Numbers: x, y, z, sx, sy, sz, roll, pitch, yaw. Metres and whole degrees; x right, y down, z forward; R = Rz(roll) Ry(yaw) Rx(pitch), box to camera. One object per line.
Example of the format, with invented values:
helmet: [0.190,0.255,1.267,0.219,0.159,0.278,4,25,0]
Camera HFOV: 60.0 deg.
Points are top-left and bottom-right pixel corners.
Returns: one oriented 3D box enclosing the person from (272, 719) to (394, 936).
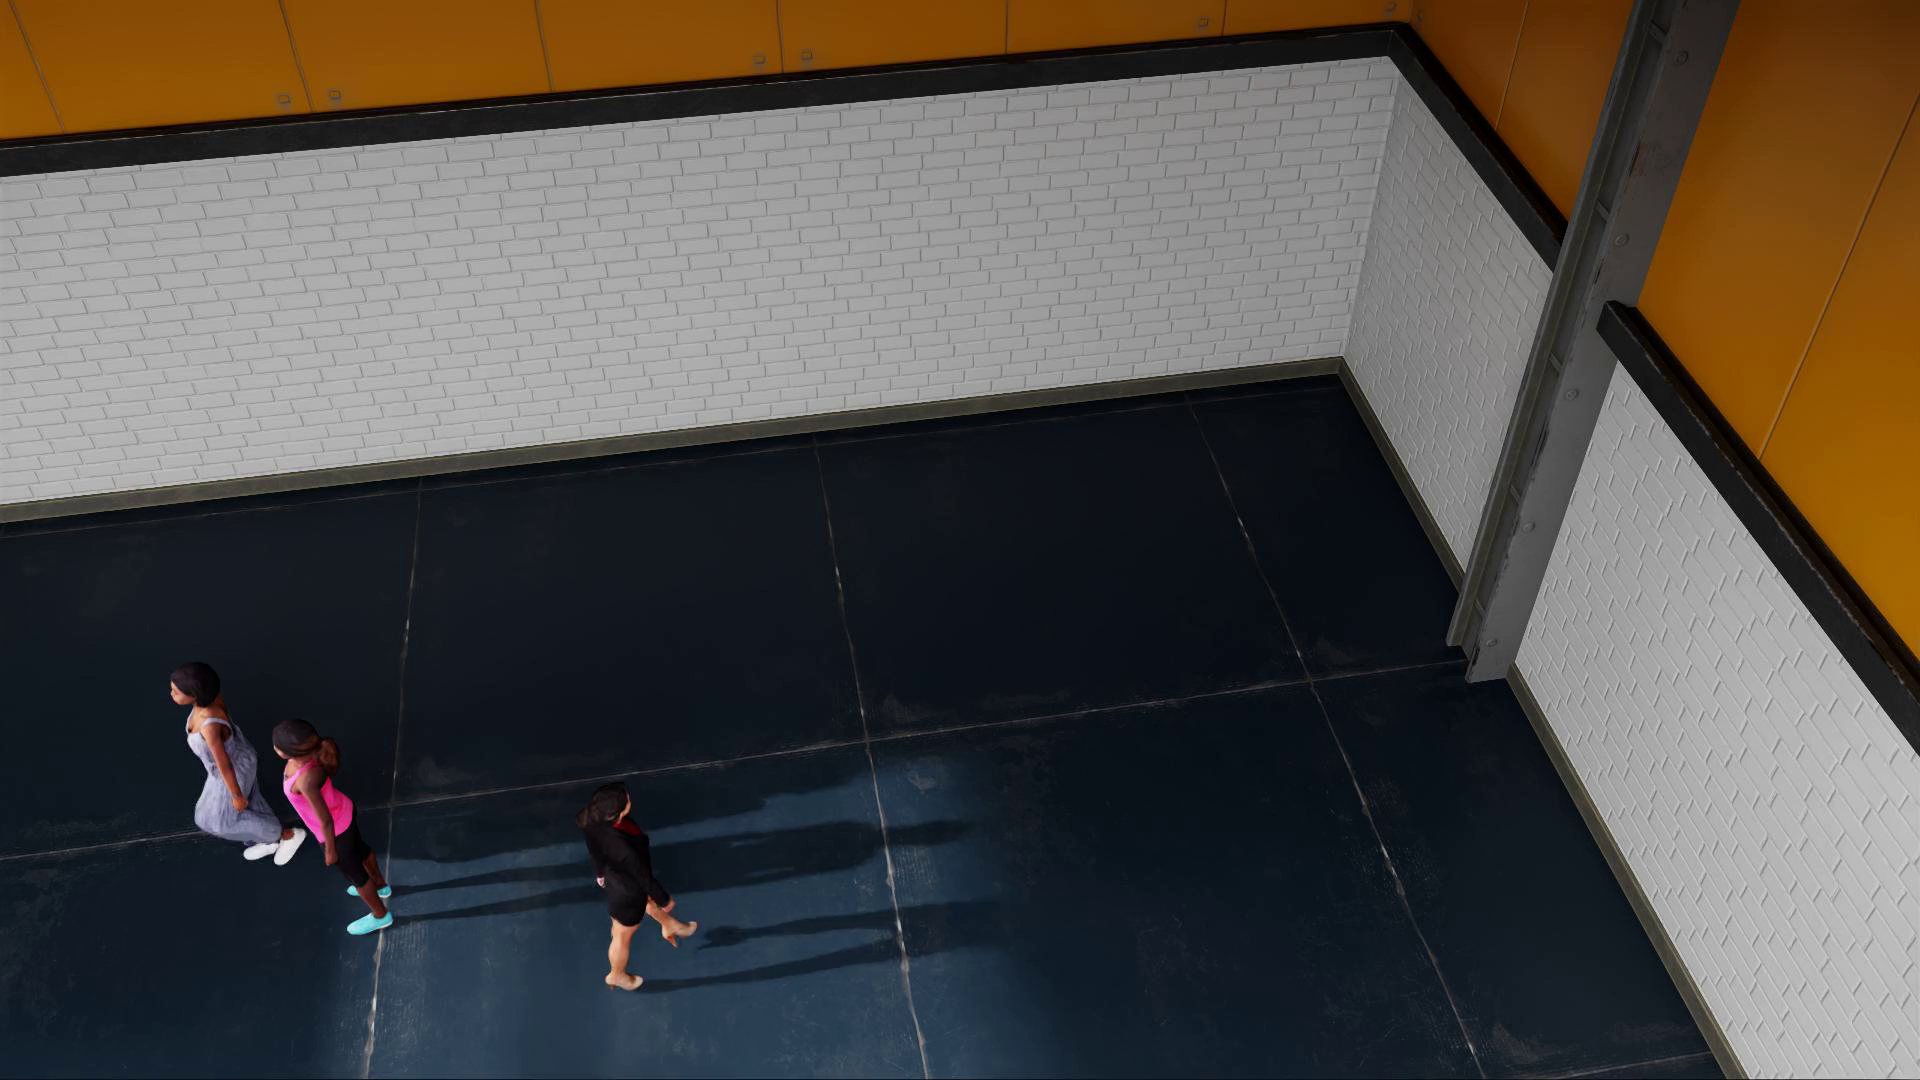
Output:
person: [-3.469,1.577,9.244,0.621,1.724,0.483,-9,44,-9]

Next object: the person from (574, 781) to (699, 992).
person: [-1.865,1.932,8.949,0.832,1.617,0.873,-23,48,-22]

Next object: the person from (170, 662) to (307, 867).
person: [-4.099,1.302,9.561,0.741,1.685,0.744,-17,46,-17]
